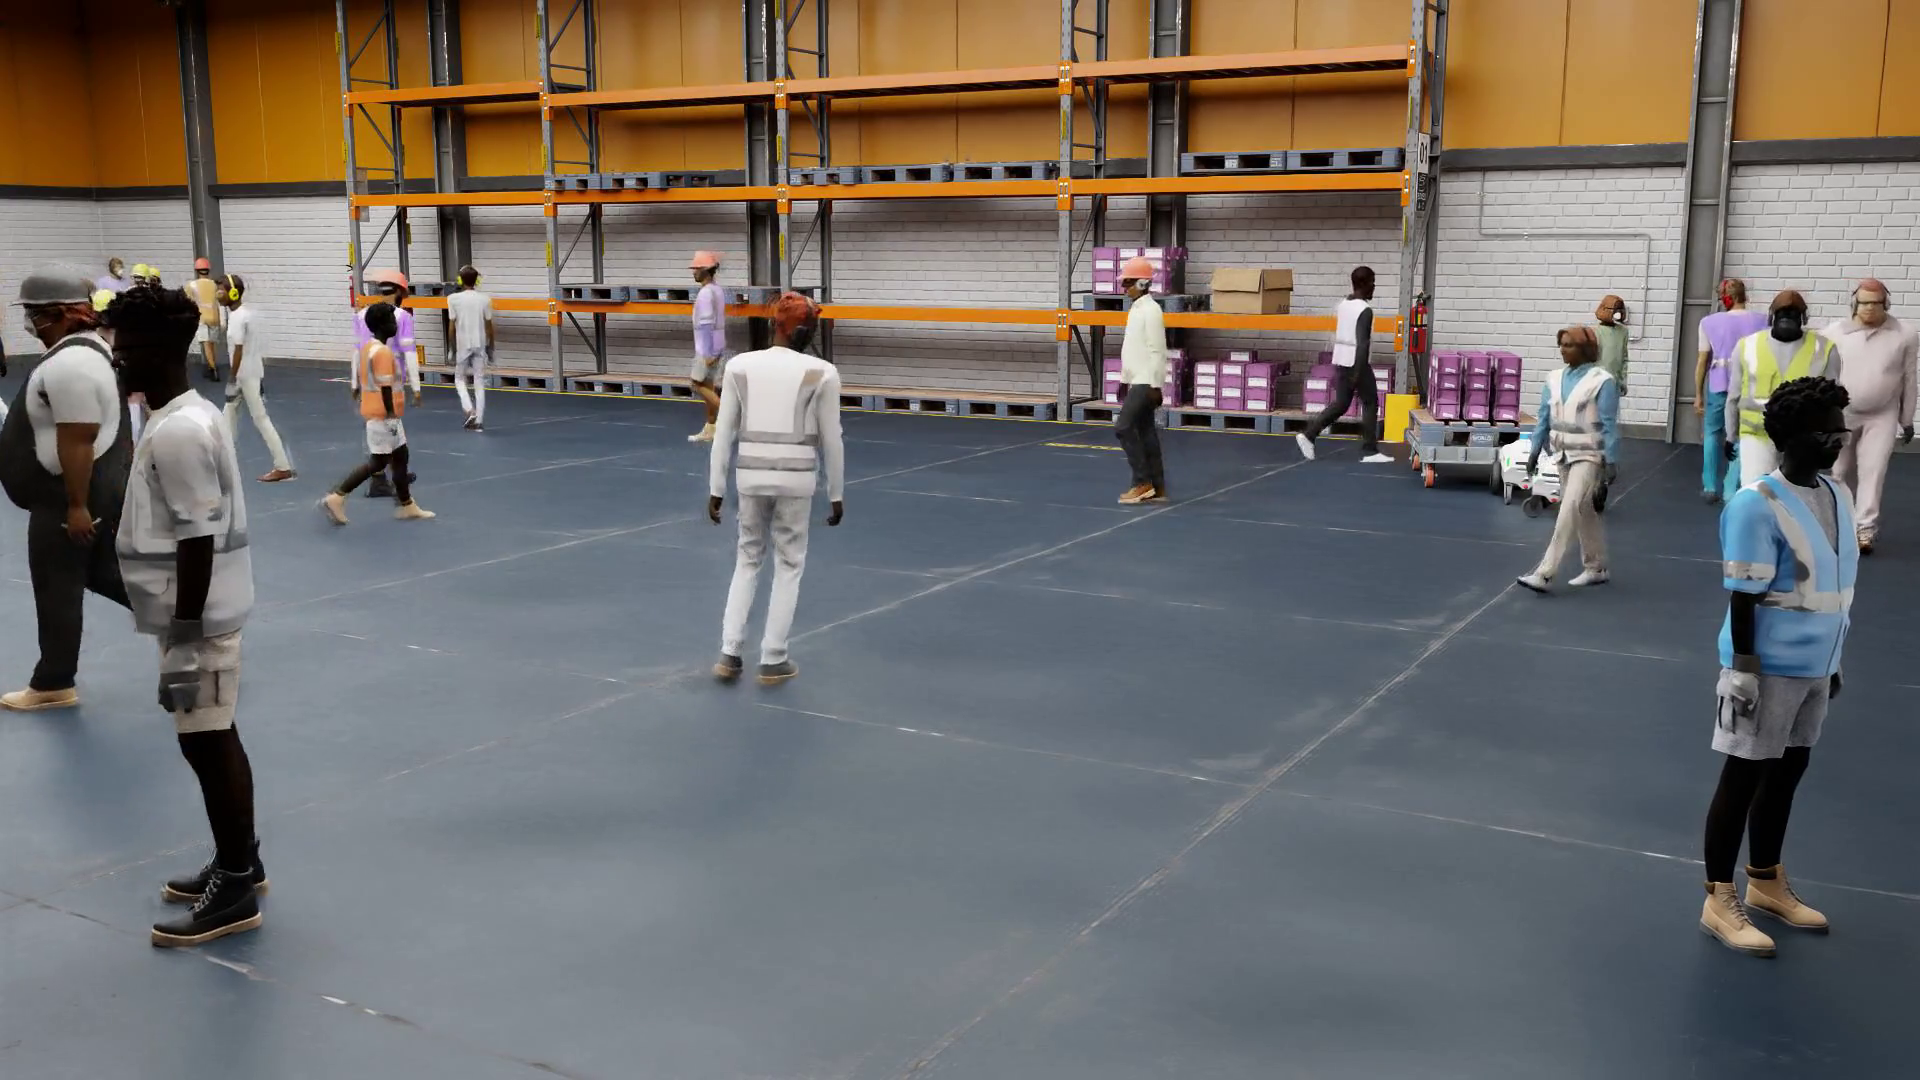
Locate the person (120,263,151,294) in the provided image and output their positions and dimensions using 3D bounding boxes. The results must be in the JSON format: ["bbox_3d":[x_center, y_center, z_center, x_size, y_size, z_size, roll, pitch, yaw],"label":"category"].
[{"bbox_3d":[-11.094,-2.837,22.646,0.591,1.833,0.404,-1,10,-8],"label":"person"}]

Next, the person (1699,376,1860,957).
[{"bbox_3d":[2.432,0.364,4.909,0.541,1.696,0.315,-7,12,-34],"label":"person"}]

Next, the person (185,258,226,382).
[{"bbox_3d":[-11.601,-3.390,25.628,0.535,1.897,0.978,-8,13,-39],"label":"person"}]

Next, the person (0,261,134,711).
[{"bbox_3d":[-3.895,-0.265,7.498,0.845,2.000,0.688,-3,10,-16],"label":"person"}]

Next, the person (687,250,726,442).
[{"bbox_3d":[-2.590,-2.017,17.457,0.544,2.027,0.615,1,10,8],"label":"person"}]

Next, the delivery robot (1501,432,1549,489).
[{"bbox_3d":[4.598,-0.637,13.540,0.477,0.478,0.707,3,10,15],"label":"delivery robot"}]

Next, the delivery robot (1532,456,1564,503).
[{"bbox_3d":[4.660,-0.505,12.795,0.477,0.478,0.707,7,12,33],"label":"delivery robot"}]

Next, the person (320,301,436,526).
[{"bbox_3d":[-4.352,-0.927,12.312,0.768,1.673,0.539,-5,11,-25],"label":"person"}]

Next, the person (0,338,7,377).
[{"bbox_3d":[-9.780,-1.701,16.340,0.677,1.795,0.774,-3,11,-18],"label":"person"}]

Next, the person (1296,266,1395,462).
[{"bbox_3d":[3.712,-1.670,15.895,0.879,1.891,0.596,-2,10,-13],"label":"person"}]

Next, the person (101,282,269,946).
[{"bbox_3d":[-2.305,0.223,4.980,0.368,1.954,0.655,-4,11,-22],"label":"person"}]

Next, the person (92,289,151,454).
[{"bbox_3d":[-6.490,-1.047,12.750,0.537,1.746,0.727,-5,11,-25],"label":"person"}]

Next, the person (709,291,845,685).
[{"bbox_3d":[-0.856,-0.244,7.891,0.603,1.855,0.462,2,10,11],"label":"person"}]

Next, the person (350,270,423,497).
[{"bbox_3d":[-4.781,-1.323,13.998,0.647,1.852,0.920,4,11,22],"label":"person"}]

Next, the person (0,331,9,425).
[{"bbox_3d":[-10.193,-1.931,17.289,0.495,1.912,0.614,2,10,13],"label":"person"}]

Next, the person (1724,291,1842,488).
[{"bbox_3d":[5.118,-0.647,10.370,0.646,1.793,0.954,5,11,25],"label":"person"}]

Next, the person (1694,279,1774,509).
[{"bbox_3d":[6.145,-1.167,13.257,0.599,1.800,0.781,3,10,15],"label":"person"}]

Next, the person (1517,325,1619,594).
[{"bbox_3d":[3.622,-0.475,9.936,0.849,1.593,0.538,-4,11,-22],"label":"person"}]

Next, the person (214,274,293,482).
[{"bbox_3d":[-6.345,-1.389,14.496,0.952,1.813,0.530,-4,11,-20],"label":"person"}]

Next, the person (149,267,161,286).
[{"bbox_3d":[-11.547,-3.028,23.919,0.533,1.767,0.326,-5,11,-28],"label":"person"}]

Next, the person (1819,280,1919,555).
[{"bbox_3d":[6.170,-0.850,11.386,0.651,1.849,1.038,6,11,29],"label":"person"}]

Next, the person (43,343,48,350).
[{"bbox_3d":[-8.696,-1.771,16.440,0.640,1.903,0.892,2,10,9],"label":"person"}]

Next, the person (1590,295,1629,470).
[{"bbox_3d":[5.949,-1.442,15.339,0.493,1.624,0.280,-5,11,-26],"label":"person"}]

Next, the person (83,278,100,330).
[{"bbox_3d":[-7.916,-1.466,15.032,0.646,1.793,0.917,3,11,19],"label":"person"}]

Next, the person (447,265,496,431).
[{"bbox_3d":[-5.483,-2.142,18.629,0.552,1.861,0.423,-6,11,-29],"label":"person"}]

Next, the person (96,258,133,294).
[{"bbox_3d":[-12.913,-3.366,25.528,1.036,1.889,0.637,6,11,29],"label":"person"}]

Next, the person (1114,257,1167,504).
[{"bbox_3d":[1.423,-1.263,13.332,0.588,1.976,0.635,-1,10,-3],"label":"person"}]
